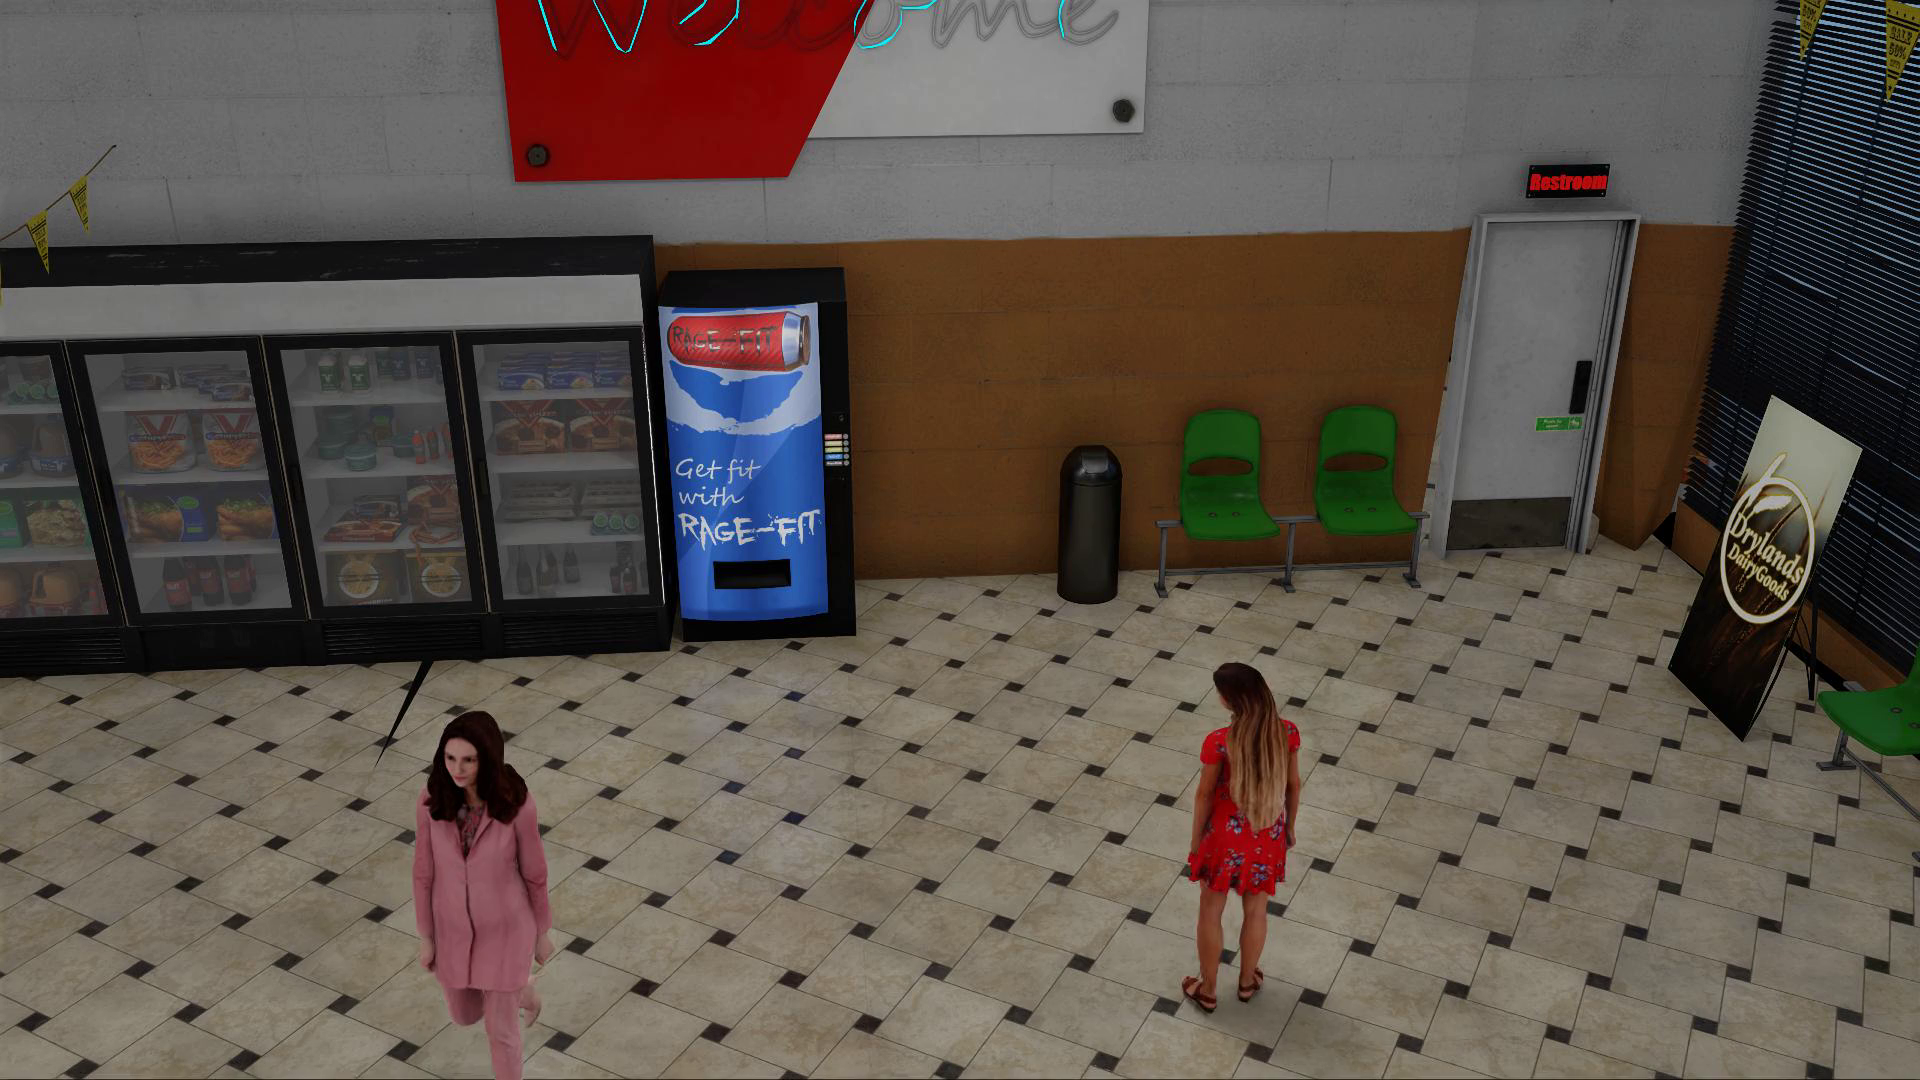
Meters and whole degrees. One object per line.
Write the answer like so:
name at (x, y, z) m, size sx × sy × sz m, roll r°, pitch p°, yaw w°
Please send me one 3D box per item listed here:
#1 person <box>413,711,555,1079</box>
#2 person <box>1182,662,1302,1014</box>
person at (-1.702, 1.379, 6.054) m, size 0.720 × 1.782 × 1.002 m, roll 1°, pitch 24°, yaw 3°
person at (1.155, 1.194, 6.729) m, size 0.590 × 1.581 × 0.552 m, roll 4°, pitch 24°, yaw 10°
